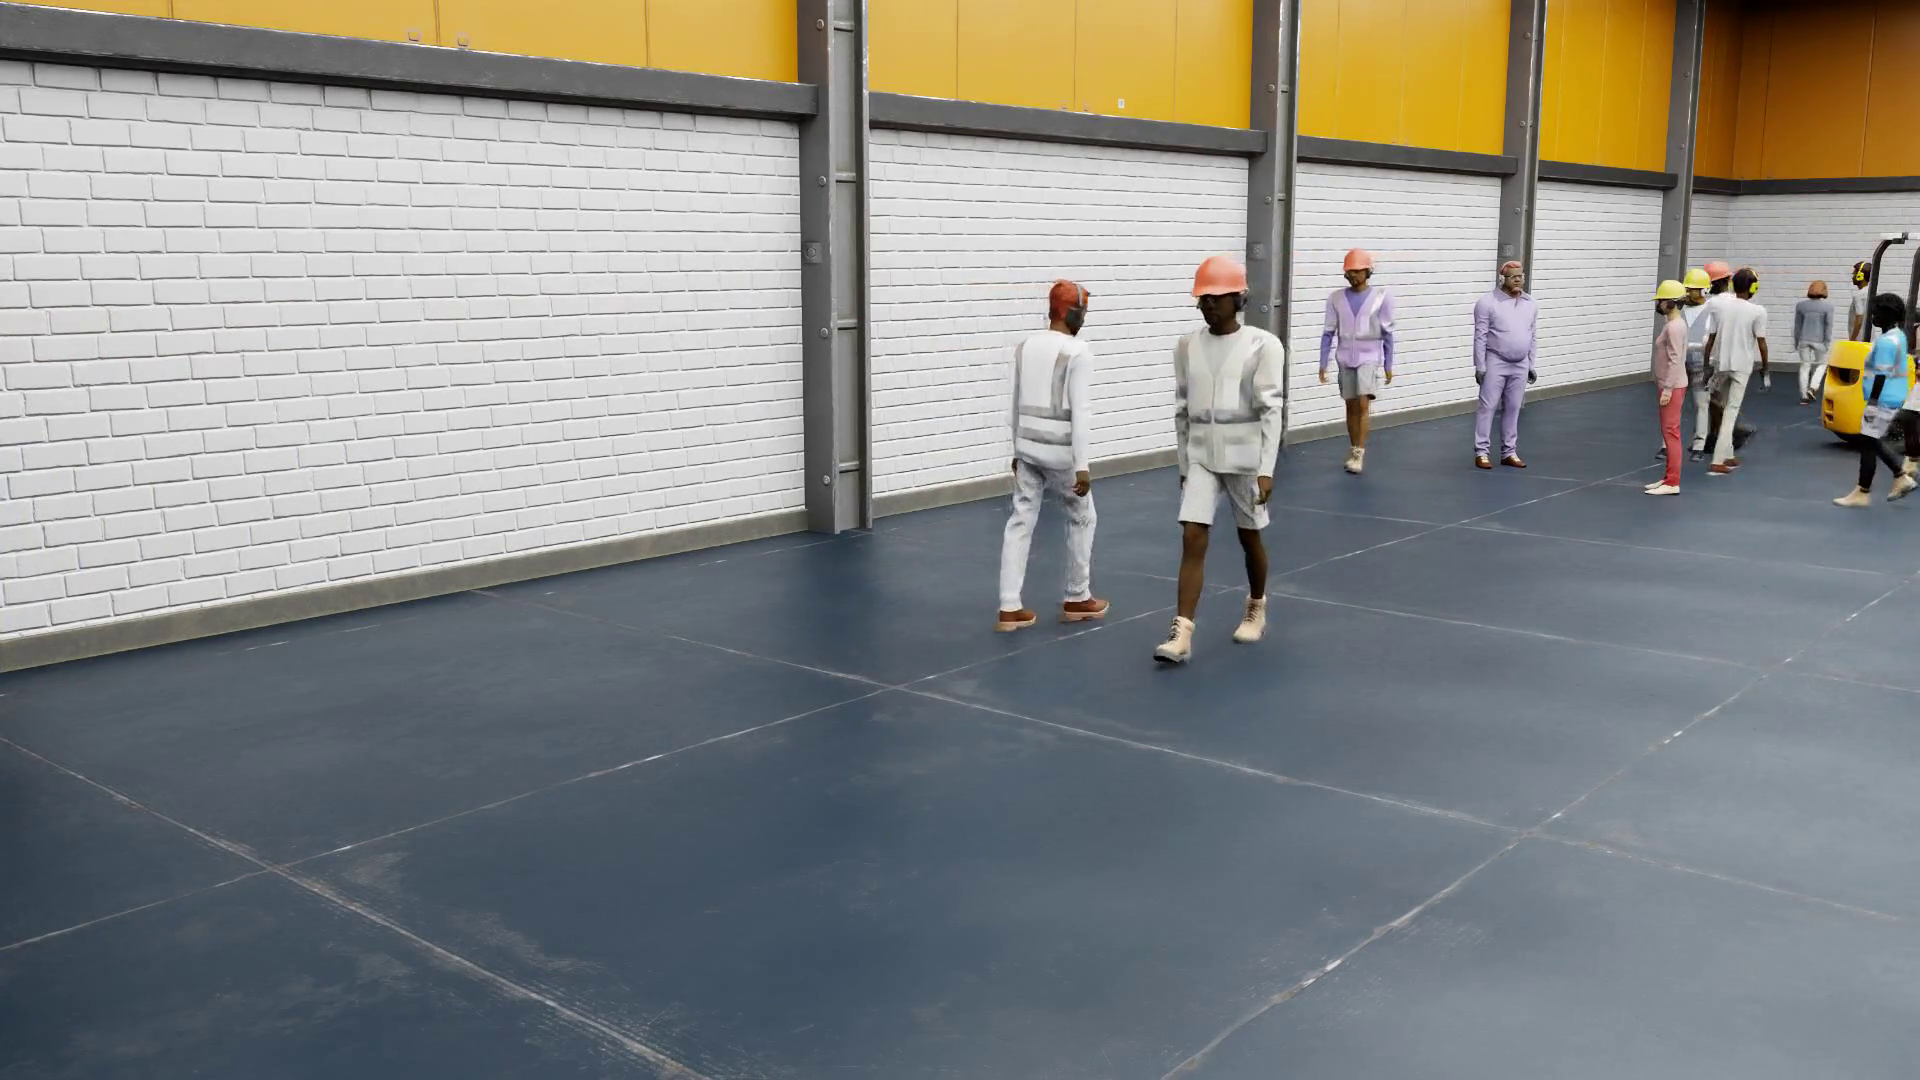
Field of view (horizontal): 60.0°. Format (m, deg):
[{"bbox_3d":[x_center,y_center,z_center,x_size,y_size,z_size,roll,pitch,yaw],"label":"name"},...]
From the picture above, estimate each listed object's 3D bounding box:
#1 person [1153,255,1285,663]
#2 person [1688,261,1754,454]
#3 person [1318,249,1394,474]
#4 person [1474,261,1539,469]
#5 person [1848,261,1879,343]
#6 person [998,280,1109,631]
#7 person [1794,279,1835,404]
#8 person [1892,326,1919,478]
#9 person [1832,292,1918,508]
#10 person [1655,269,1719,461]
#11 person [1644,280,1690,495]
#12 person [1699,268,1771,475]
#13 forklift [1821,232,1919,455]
[{"bbox_3d":[1.311,-0.402,8.245,0.632,1.986,1.048,6,12,32],"label":"person"},{"bbox_3d":[7.471,-1.761,16.221,0.555,1.904,0.595,-7,12,-36],"label":"person"},{"bbox_3d":[3.546,-1.602,15.013,0.636,2.005,0.893,6,12,30],"label":"person"},{"bbox_3d":[5.046,-1.608,15.341,0.642,1.909,0.399,-2,10,-14],"label":"person"},{"bbox_3d":[10.423,-2.285,19.298,0.518,1.874,0.329,-8,13,-40],"label":"person"},{"bbox_3d":[0.530,-0.451,8.891,0.832,1.846,0.713,-9,13,-40],"label":"person"},{"bbox_3d":[11.108,-2.573,21.651,0.340,1.620,0.504,-9,14,-43],"label":"person"},{"bbox_3d":[8.392,-1.325,14.358,0.565,1.672,0.530,-4,11,-22],"label":"person"},{"bbox_3d":[7.173,-1.080,12.943,0.497,1.687,0.563,8,12,37],"label":"person"},{"bbox_3d":[6.983,-1.664,15.881,0.592,1.829,0.404,8,13,40],"label":"person"},{"bbox_3d":[5.819,-1.249,13.700,0.328,1.767,0.531,4,11,24],"label":"person"},{"bbox_3d":[7.020,-1.511,14.952,0.771,1.837,0.554,-7,12,-36],"label":"person"},{"bbox_3d":[9.955,-1.972,16.595,2.313,2.155,1.214,1,10,8],"label":"forklift"}]
